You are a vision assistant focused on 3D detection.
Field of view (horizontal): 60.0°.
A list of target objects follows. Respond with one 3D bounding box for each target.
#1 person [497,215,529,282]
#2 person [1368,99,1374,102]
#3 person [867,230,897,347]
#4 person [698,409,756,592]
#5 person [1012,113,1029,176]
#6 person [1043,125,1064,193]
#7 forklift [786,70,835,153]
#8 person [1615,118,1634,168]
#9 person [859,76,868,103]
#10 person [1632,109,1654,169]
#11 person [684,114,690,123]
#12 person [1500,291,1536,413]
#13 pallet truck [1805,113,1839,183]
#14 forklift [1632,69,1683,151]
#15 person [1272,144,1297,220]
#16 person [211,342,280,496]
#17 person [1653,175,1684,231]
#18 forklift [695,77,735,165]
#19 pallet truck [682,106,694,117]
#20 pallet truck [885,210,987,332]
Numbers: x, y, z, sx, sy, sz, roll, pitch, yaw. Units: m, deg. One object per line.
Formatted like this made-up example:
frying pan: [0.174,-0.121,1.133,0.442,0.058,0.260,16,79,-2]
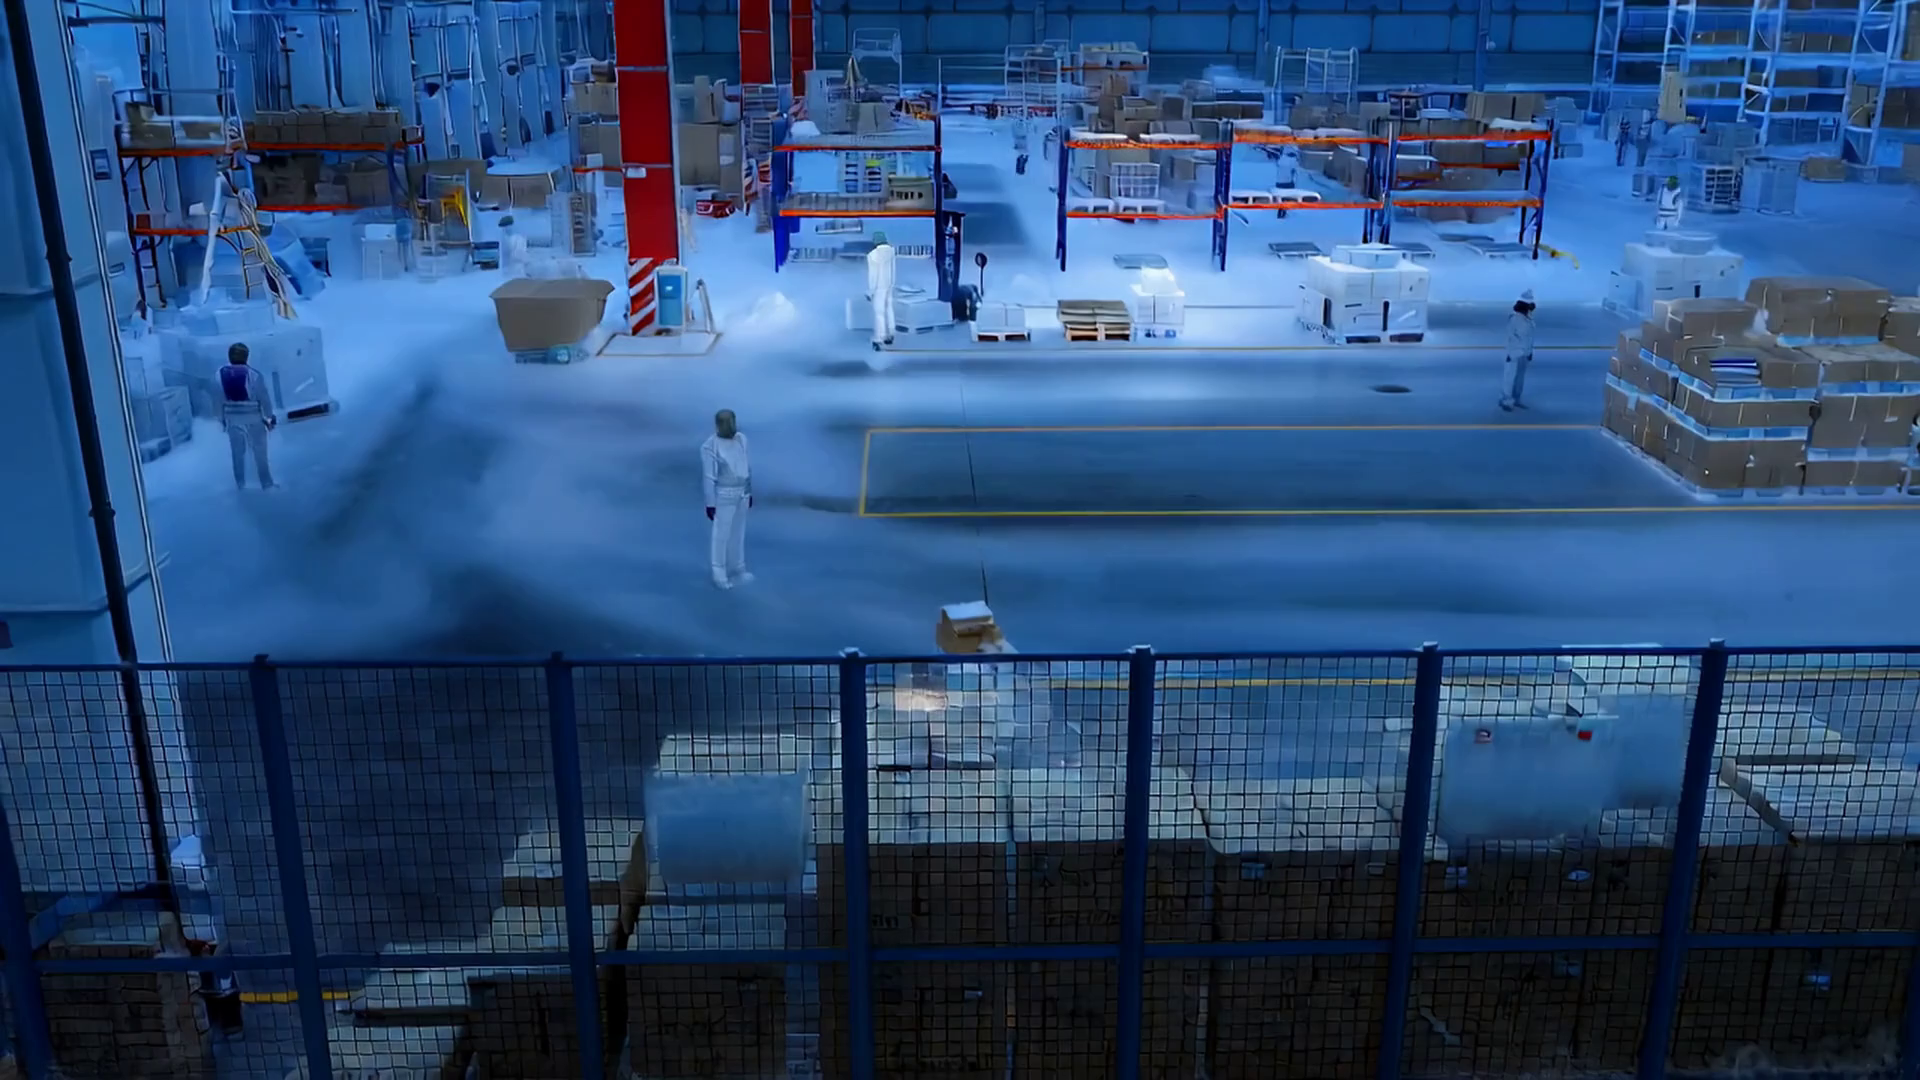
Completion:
person: [-8.052,-4.819,29.647,0.582,1.914,0.707,10,21,26]
person: [15.463,-15.844,62.855,0.531,1.594,0.884,-4,19,-11]
person: [-1.312,-4.201,27.784,0.354,1.938,0.636,15,23,37]
person: [-2.309,-0.413,16.695,0.429,1.843,0.633,13,22,33]
person: [1.923,-12.388,52.098,0.582,1.916,0.475,-6,20,-18]
person: [2.753,-10.967,47.900,0.655,1.906,0.900,-2,19,-6]
forklift: [-5.176,-15.196,58.951,1.873,2.768,1.129,-7,20,-20]
person: [21.683,-12.957,54.284,0.524,1.588,0.873,7,20,19]
person: [-4.181,-19.121,72.070,0.379,1.931,0.625,2,19,7]
person: [22.175,-13.000,53.937,0.397,1.911,0.587,-8,20,-23]
person: [-8.930,-13.143,54.679,0.315,1.700,0.540,3,19,8]
person: [7.931,-2.666,23.548,0.480,1.734,0.328,-12,22,-32]
pallet truck: [26.403,-11.957,50.702,0.823,1.965,1.885,6,19,16]
forklift: [25.330,-15.379,59.495,1.873,2.768,1.129,-1,19,-1]
person: [8.316,-9.177,42.633,0.597,1.873,0.939,-3,19,-8]
person: [-8.459,-1.430,19.714,0.633,1.841,0.429,1,19,2]
person: [15.320,-6.985,36.169,0.843,1.850,0.623,-17,25,-40]
forklift: [-8.481,-13.870,55.019,1.873,2.768,1.129,-1,19,-1]
pallet truck: [-9.671,-15.907,62.421,0.823,1.965,1.885,5,19,15]
pallet truck: [-0.493,-4.759,29.349,1.885,1.965,0.823,-13,23,-34]
